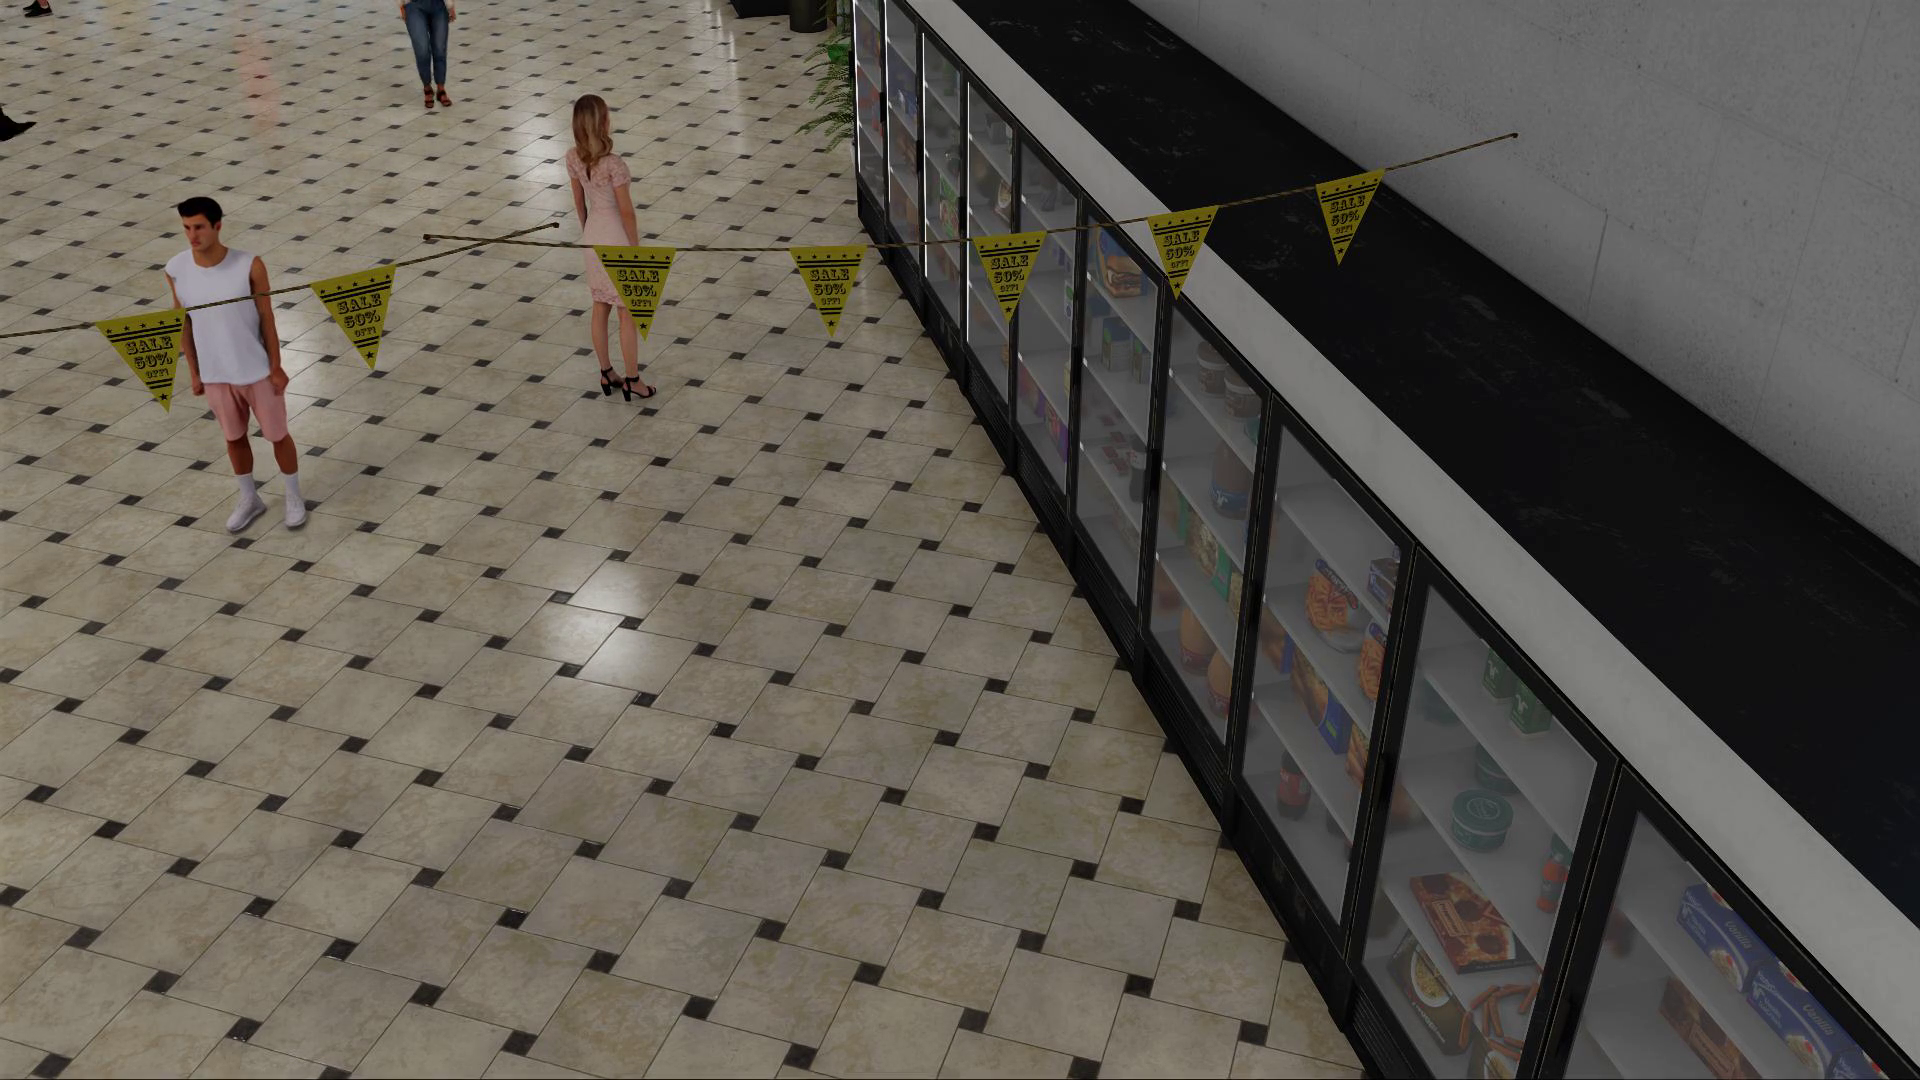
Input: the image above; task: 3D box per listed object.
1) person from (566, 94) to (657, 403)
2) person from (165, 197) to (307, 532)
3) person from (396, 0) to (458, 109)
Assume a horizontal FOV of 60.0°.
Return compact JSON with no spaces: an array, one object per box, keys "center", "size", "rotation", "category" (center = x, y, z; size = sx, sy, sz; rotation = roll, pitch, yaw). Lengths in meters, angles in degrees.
[{"center":[-2.031,-1.664,9.590],"size":[0.639,1.831,0.697],"rotation":[18,36,26],"category":"person"},{"center":[-3.631,-0.891,8.388],"size":[0.592,1.788,0.747],"rotation":[-1,32,-2],"category":"person"},{"center":[-4.682,-4.654,14.545],"size":[0.615,1.673,0.741],"rotation":[-16,35,-24],"category":"person"}]
